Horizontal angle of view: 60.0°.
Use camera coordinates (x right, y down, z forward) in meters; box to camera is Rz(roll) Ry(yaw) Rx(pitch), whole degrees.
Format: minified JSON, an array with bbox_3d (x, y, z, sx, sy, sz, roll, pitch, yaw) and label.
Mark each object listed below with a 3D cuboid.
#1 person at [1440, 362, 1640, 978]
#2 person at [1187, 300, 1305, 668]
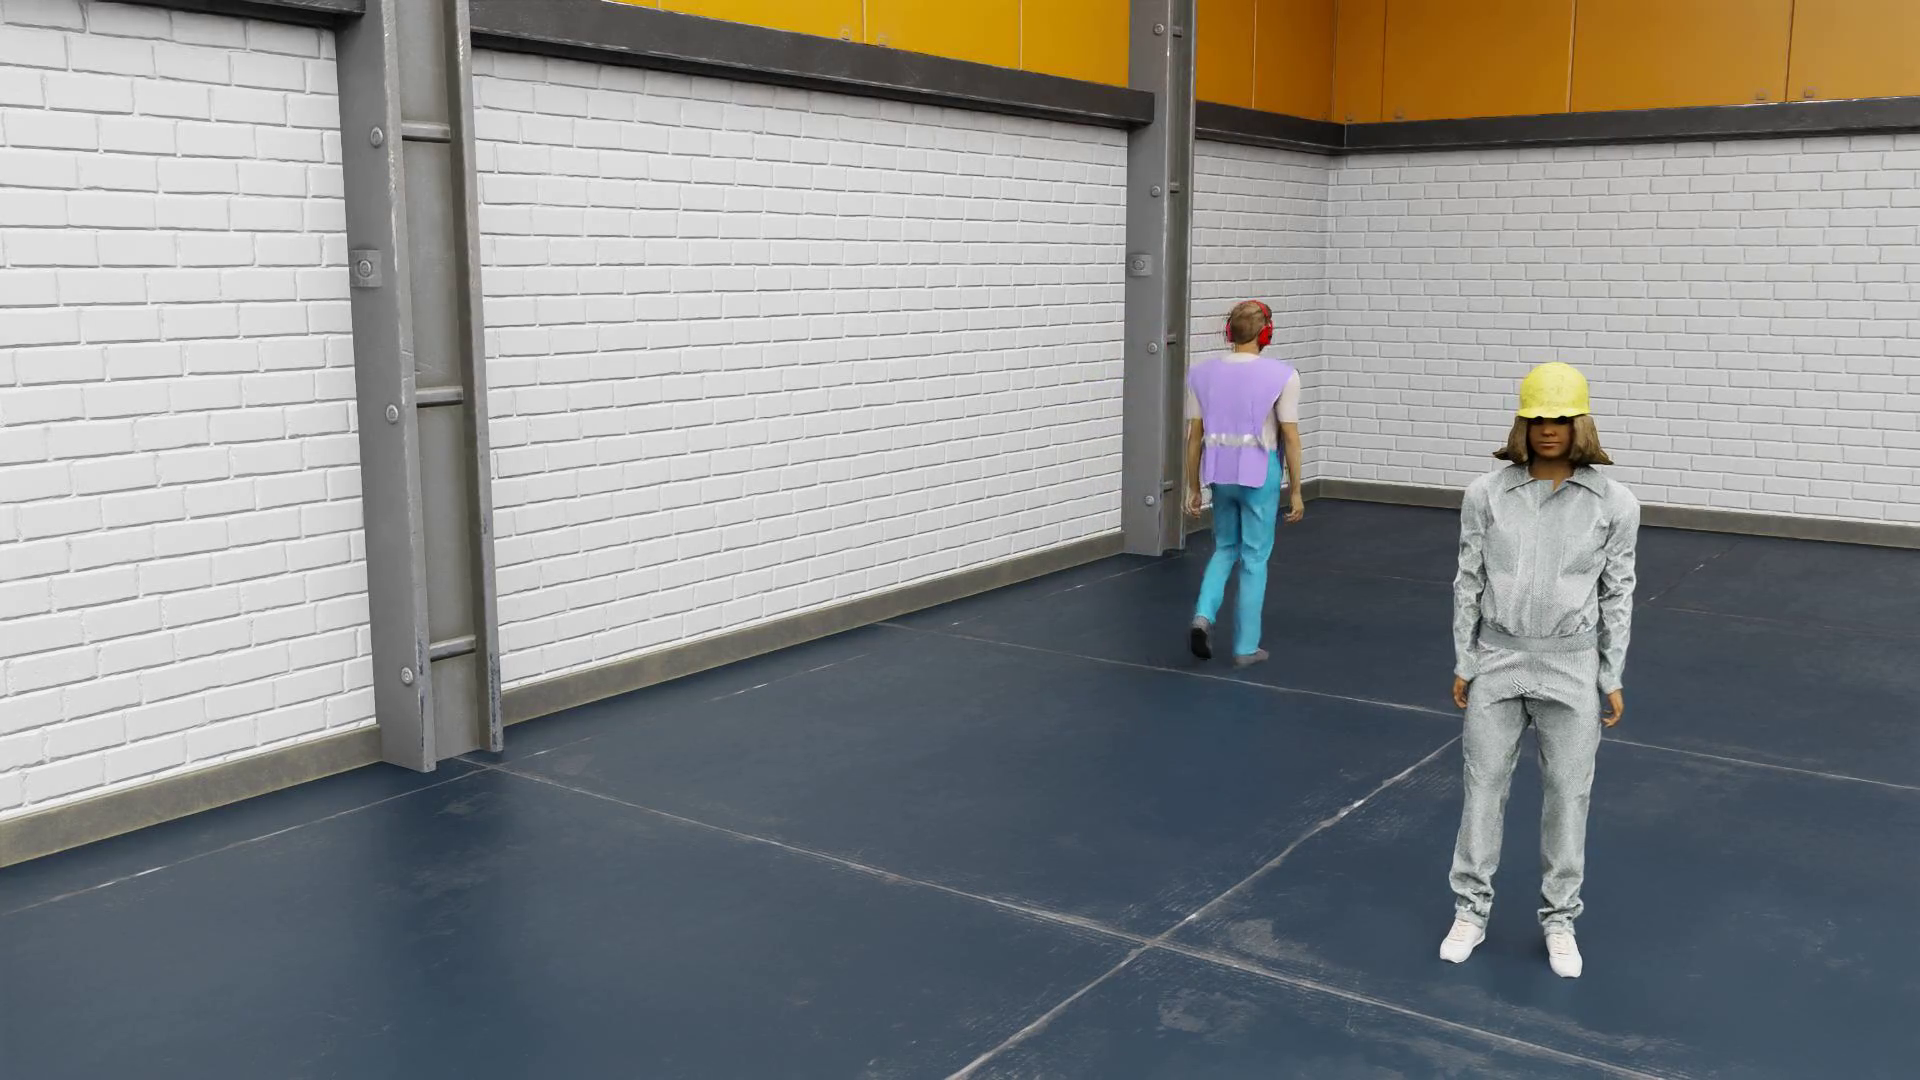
[{"bbox_3d":[1.636,0.370,4.715,0.483,1.745,0.304,4,10,22],"label":"person"},{"bbox_3d":[1.406,-0.263,8.231,0.582,1.833,0.442,7,12,36],"label":"person"}]
